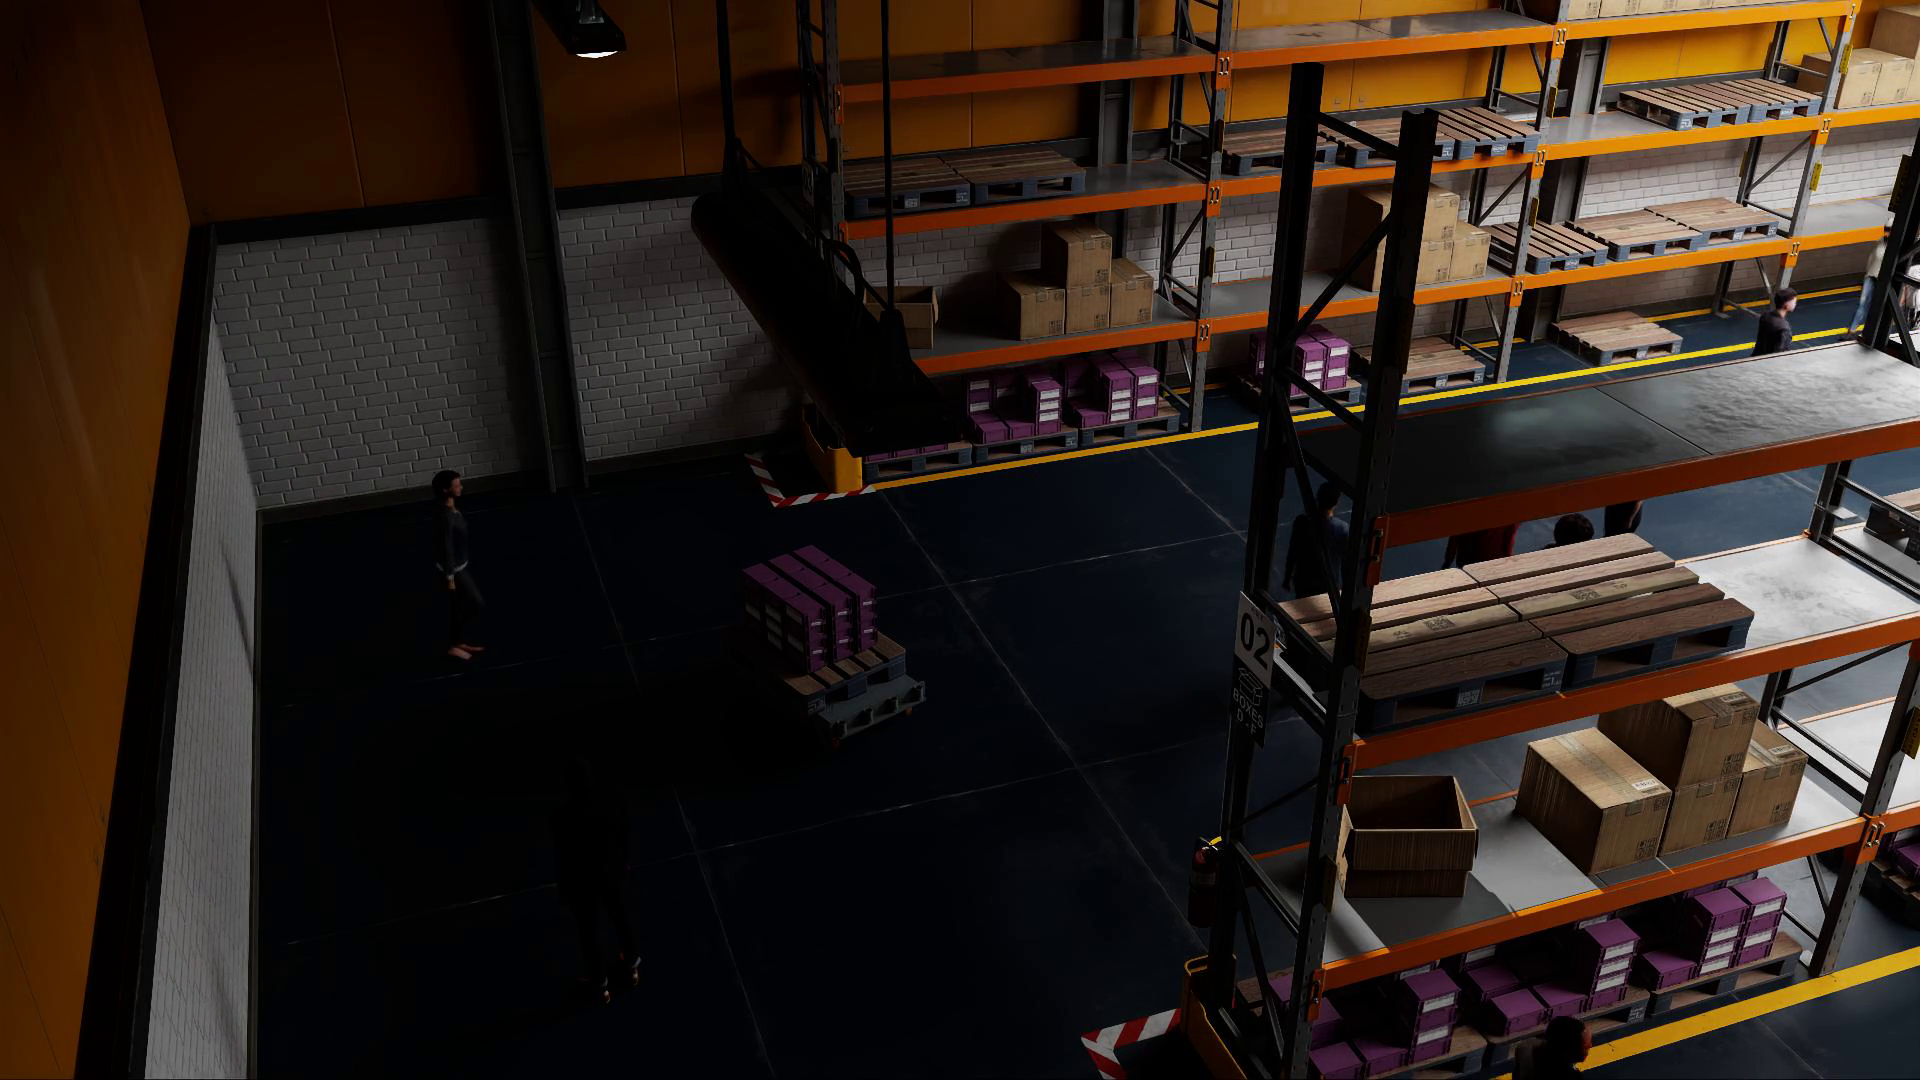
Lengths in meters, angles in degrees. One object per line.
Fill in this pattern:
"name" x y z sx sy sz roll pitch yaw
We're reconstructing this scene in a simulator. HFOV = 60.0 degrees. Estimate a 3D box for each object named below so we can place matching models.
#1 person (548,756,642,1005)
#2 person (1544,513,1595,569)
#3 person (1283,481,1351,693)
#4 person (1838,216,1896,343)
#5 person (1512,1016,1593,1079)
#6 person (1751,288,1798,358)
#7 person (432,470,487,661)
"person" -2.271 2.104 10.389 0.690 1.819 0.836 -24 37 -37
"person" 4.709 0.581 13.316 1.069 1.690 0.793 -20 34 -32
"person" 2.878 0.411 13.558 1.146 1.756 1.244 14 32 24
"person" 11.278 -3.161 20.281 1.195 1.590 0.837 -17 33 -28
"person" 2.844 3.143 8.415 1.141 1.886 0.899 -1 29 -2
"person" 8.369 -1.765 17.496 1.141 1.805 0.840 -4 29 -7
"person" -4.313 0.233 13.881 0.605 1.758 0.623 -10 30 -18
